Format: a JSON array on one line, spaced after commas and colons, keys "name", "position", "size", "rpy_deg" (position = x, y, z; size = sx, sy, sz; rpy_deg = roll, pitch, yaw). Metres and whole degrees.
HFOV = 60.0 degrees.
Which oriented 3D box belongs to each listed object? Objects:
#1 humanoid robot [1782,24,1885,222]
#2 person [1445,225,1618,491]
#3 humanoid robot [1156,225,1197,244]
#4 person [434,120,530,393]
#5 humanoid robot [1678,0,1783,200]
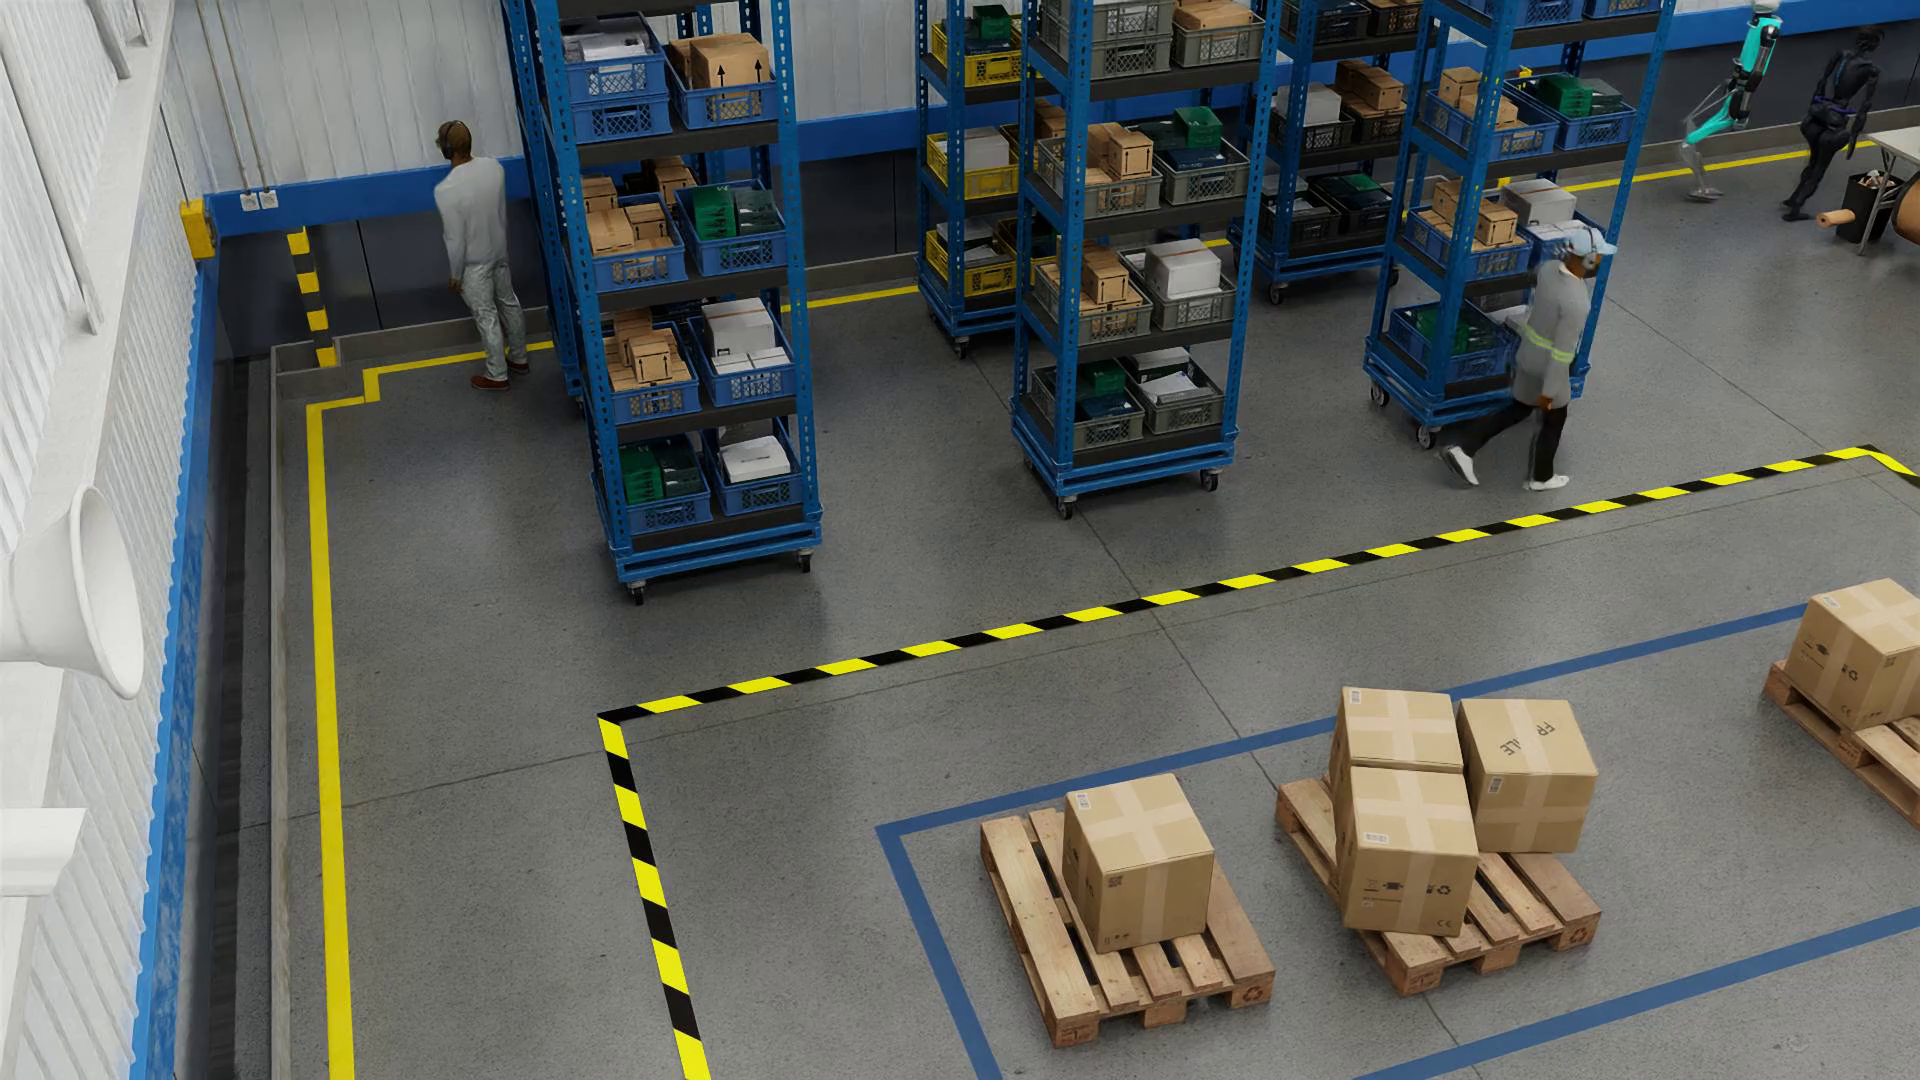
[{"name": "humanoid robot", "position": [7.164, -3.441, 13.714], "size": [0.424, 1.635, 0.589], "rpy_deg": [-13, 37, -17]}, {"name": "person", "position": [3.534, -1.083, 10.242], "size": [0.762, 1.825, 0.597], "rpy_deg": [-6, 36, -8]}, {"name": "humanoid robot", "position": [1.370, -1.622, 11.134], "size": [0.420, 1.648, 0.611], "rpy_deg": [13, 37, 18]}, {"name": "person", "position": [-3.273, -1.920, 11.330], "size": [0.375, 1.940, 0.627], "rpy_deg": [15, 38, 20]}, {"name": "humanoid robot", "position": [6.369, -3.710, 13.989], "size": [0.690, 1.744, 0.540], "rpy_deg": [7, 36, 10]}]
